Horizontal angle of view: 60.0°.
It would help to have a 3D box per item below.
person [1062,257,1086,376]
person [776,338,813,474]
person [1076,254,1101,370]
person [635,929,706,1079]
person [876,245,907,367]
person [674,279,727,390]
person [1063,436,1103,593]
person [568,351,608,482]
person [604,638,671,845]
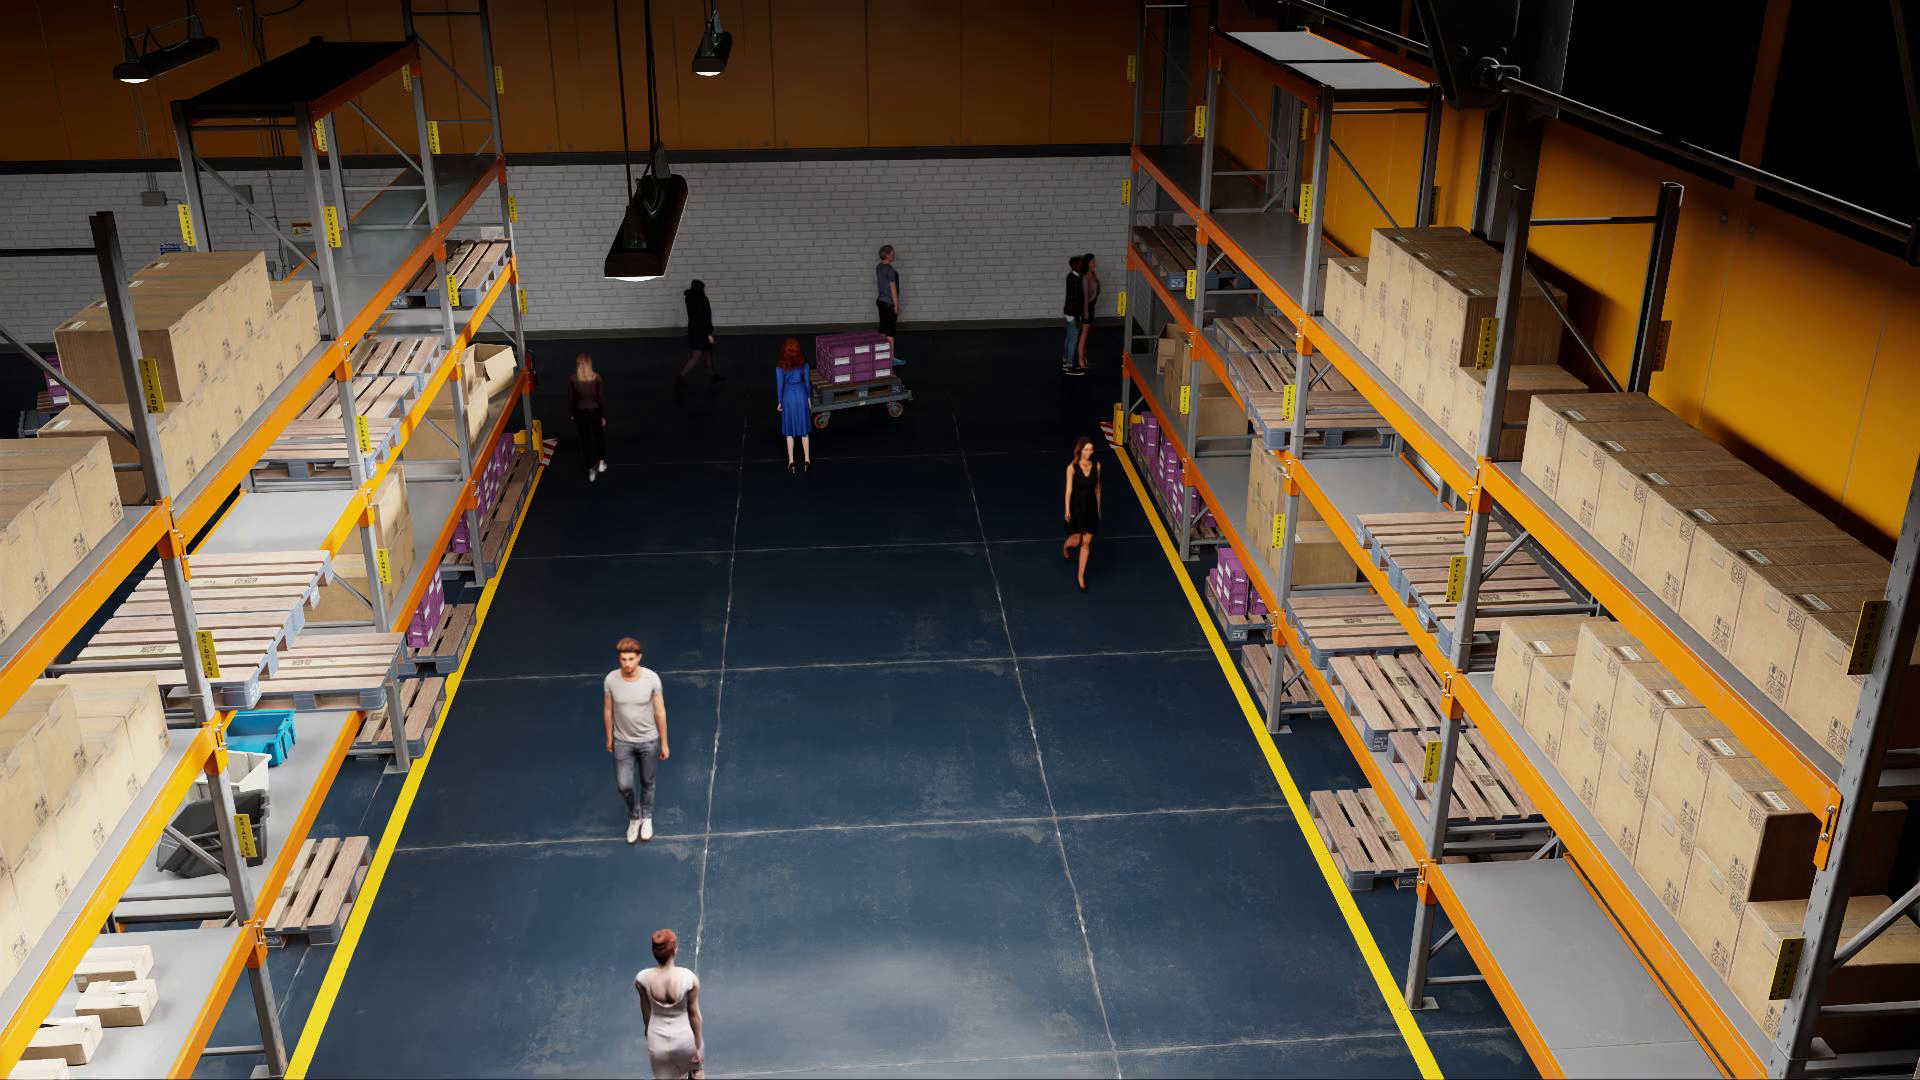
[{"bbox_3d":[1.740,-3.486,25.714,0.718,1.820,0.491,-1,24,-3],"label":"person"},{"bbox_3d":[-2.164,-1.758,21.749,0.642,1.828,0.617,-6,24,-13],"label":"person"},{"bbox_3d":[1.980,-3.573,25.923,0.760,1.811,0.617,8,25,18],"label":"person"},{"bbox_3d":[-1.827,3.232,10.396,0.610,1.779,0.764,0,24,1],"label":"person"},{"bbox_3d":[-1.139,-3.687,26.096,0.809,1.883,0.680,-13,27,-27],"label":"person"},{"bbox_3d":[-3.977,-3.055,24.950,0.951,1.641,1.101,-10,25,-21],"label":"person"},{"bbox_3d":[1.324,-0.321,18.467,0.708,1.825,0.892,-8,25,-19],"label":"person"},{"bbox_3d":[-4.820,-1.572,21.507,0.643,1.683,0.759,-4,24,-10],"label":"person"},{"bbox_3d":[-2.703,1.622,13.947,0.685,1.885,0.617,-3,24,-6],"label":"person"}]
